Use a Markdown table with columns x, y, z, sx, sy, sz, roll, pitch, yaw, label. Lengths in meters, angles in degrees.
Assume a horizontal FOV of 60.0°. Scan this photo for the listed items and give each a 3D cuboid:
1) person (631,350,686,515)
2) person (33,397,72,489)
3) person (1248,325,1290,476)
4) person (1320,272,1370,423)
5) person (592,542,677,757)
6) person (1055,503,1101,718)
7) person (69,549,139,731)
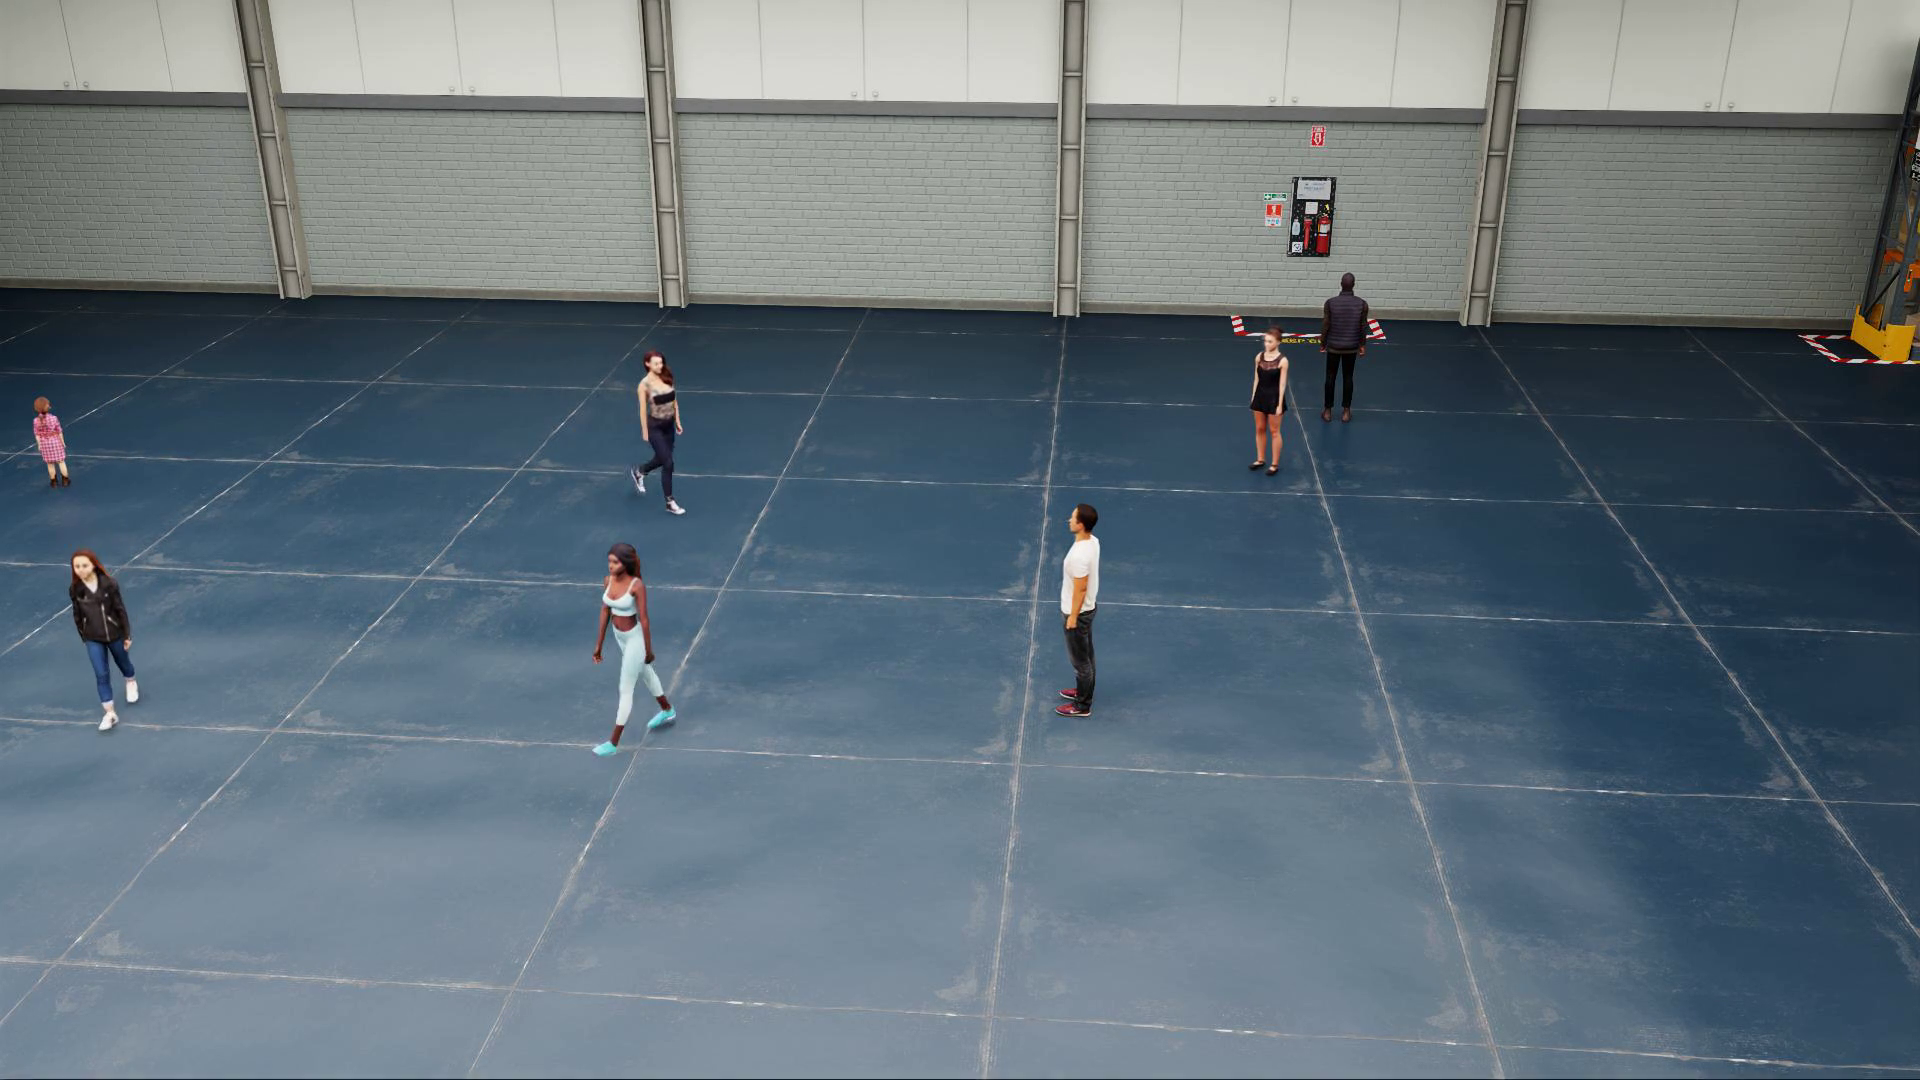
| x | y | z | sx | sy | sz | roll | pitch | yaw | label |
| --- | --- | --- | --- | --- | --- | --- | --- | --- | --- |
| -3.210 | -1.162 | 17.497 | 1.162 | 1.744 | 0.964 | 16 | 28 | 33 | person |
| -9.967 | -1.075 | 18.214 | 0.488 | 1.022 | 0.561 | -12 | 26 | -26 | person |
| 3.456 | -1.571 | 18.540 | 0.674 | 1.680 | 0.745 | 21 | 31 | 40 | person |
| 4.631 | -2.343 | 20.156 | 0.505 | 1.836 | 0.767 | 3 | 23 | 8 | person |
| -2.504 | 0.789 | 12.986 | 1.123 | 1.682 | 1.052 | 18 | 29 | 36 | person |
| 0.980 | 0.550 | 13.394 | 0.574 | 1.804 | 0.661 | 5 | 24 | 12 | person |
| -6.868 | 0.734 | 13.411 | 0.972 | 1.452 | 0.849 | -7 | 24 | -16 | person |
